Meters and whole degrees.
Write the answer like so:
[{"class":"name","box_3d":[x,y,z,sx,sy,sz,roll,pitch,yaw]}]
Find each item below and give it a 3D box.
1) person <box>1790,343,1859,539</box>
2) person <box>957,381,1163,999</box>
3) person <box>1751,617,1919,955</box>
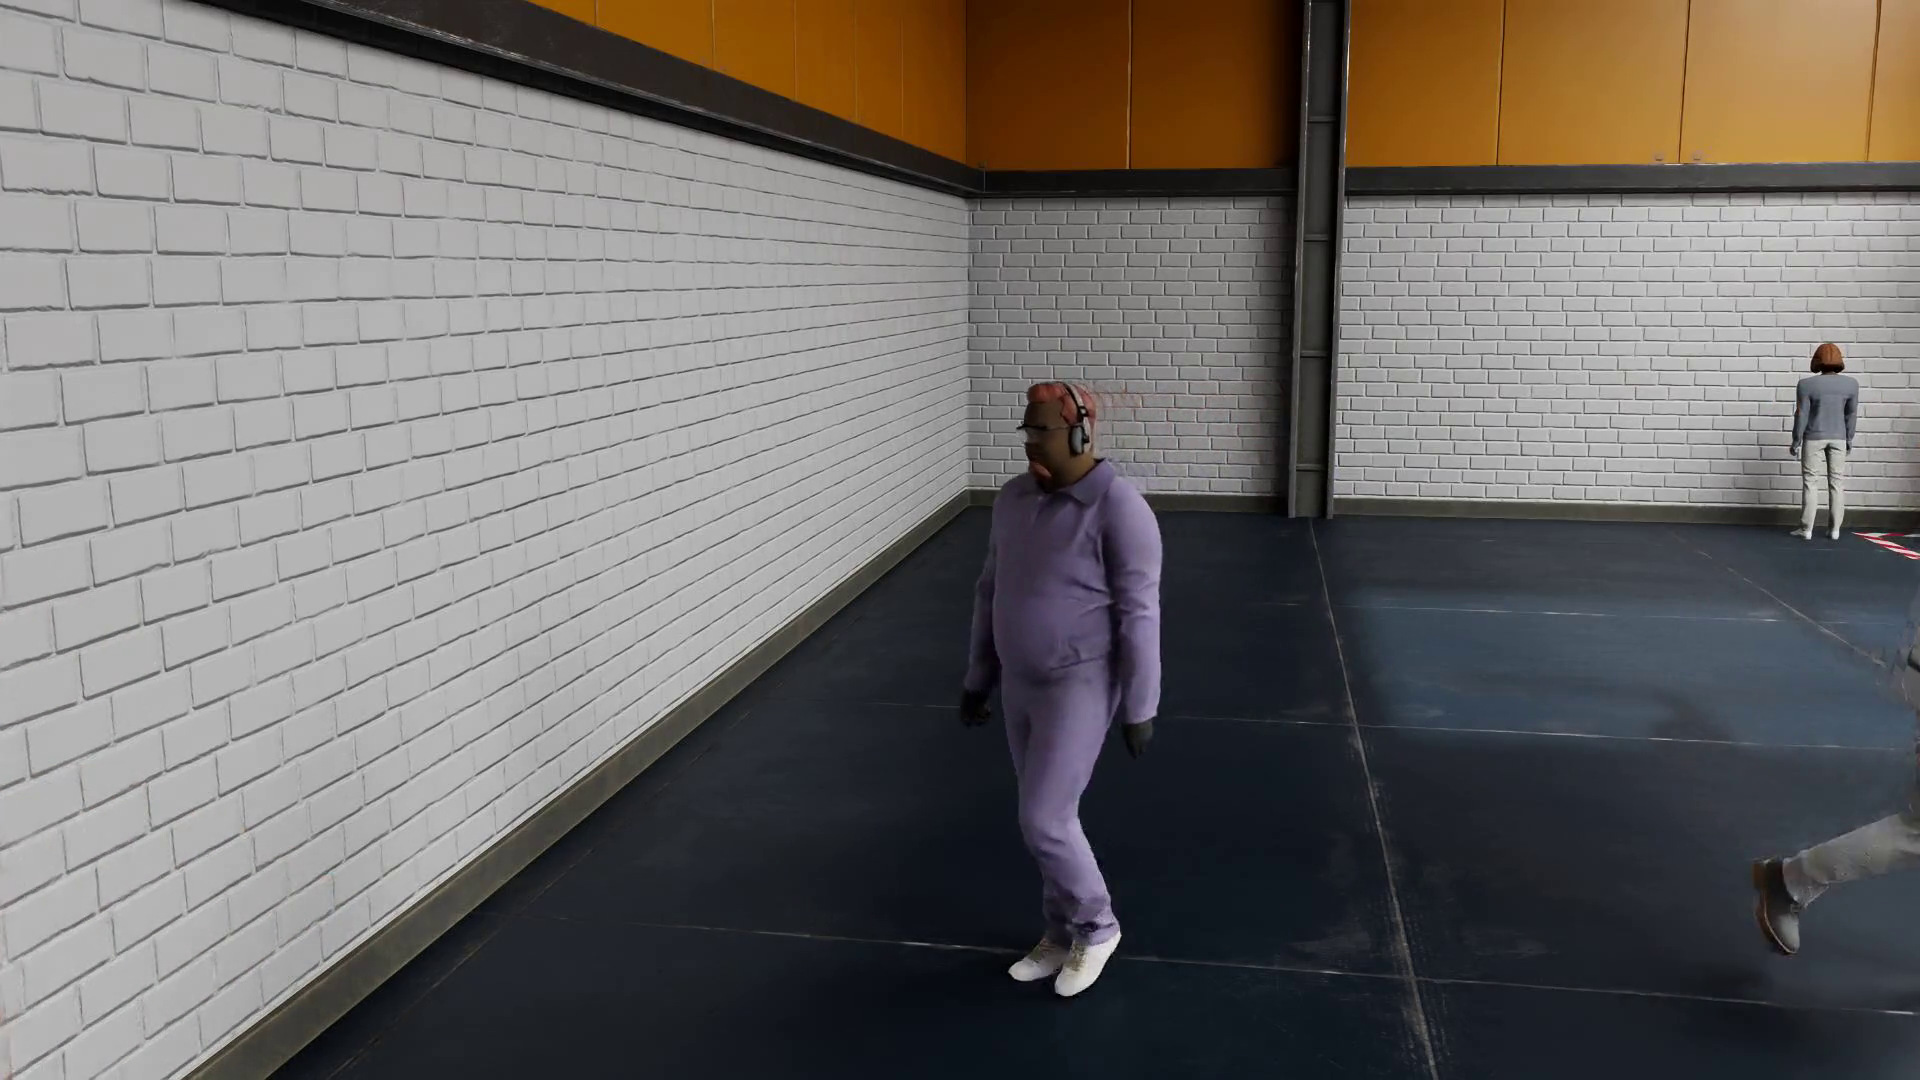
[{"class":"person","box_3d":[7.150,-0.812,13.782,0.498,1.632,0.283,1,9,5]},{"class":"person","box_3d":[0.274,0.460,5.105,0.448,1.891,0.648,-6,11,-33]},{"class":"person","box_3d":[2.973,0.483,5.091,0.780,1.853,0.593,6,11,35]}]
